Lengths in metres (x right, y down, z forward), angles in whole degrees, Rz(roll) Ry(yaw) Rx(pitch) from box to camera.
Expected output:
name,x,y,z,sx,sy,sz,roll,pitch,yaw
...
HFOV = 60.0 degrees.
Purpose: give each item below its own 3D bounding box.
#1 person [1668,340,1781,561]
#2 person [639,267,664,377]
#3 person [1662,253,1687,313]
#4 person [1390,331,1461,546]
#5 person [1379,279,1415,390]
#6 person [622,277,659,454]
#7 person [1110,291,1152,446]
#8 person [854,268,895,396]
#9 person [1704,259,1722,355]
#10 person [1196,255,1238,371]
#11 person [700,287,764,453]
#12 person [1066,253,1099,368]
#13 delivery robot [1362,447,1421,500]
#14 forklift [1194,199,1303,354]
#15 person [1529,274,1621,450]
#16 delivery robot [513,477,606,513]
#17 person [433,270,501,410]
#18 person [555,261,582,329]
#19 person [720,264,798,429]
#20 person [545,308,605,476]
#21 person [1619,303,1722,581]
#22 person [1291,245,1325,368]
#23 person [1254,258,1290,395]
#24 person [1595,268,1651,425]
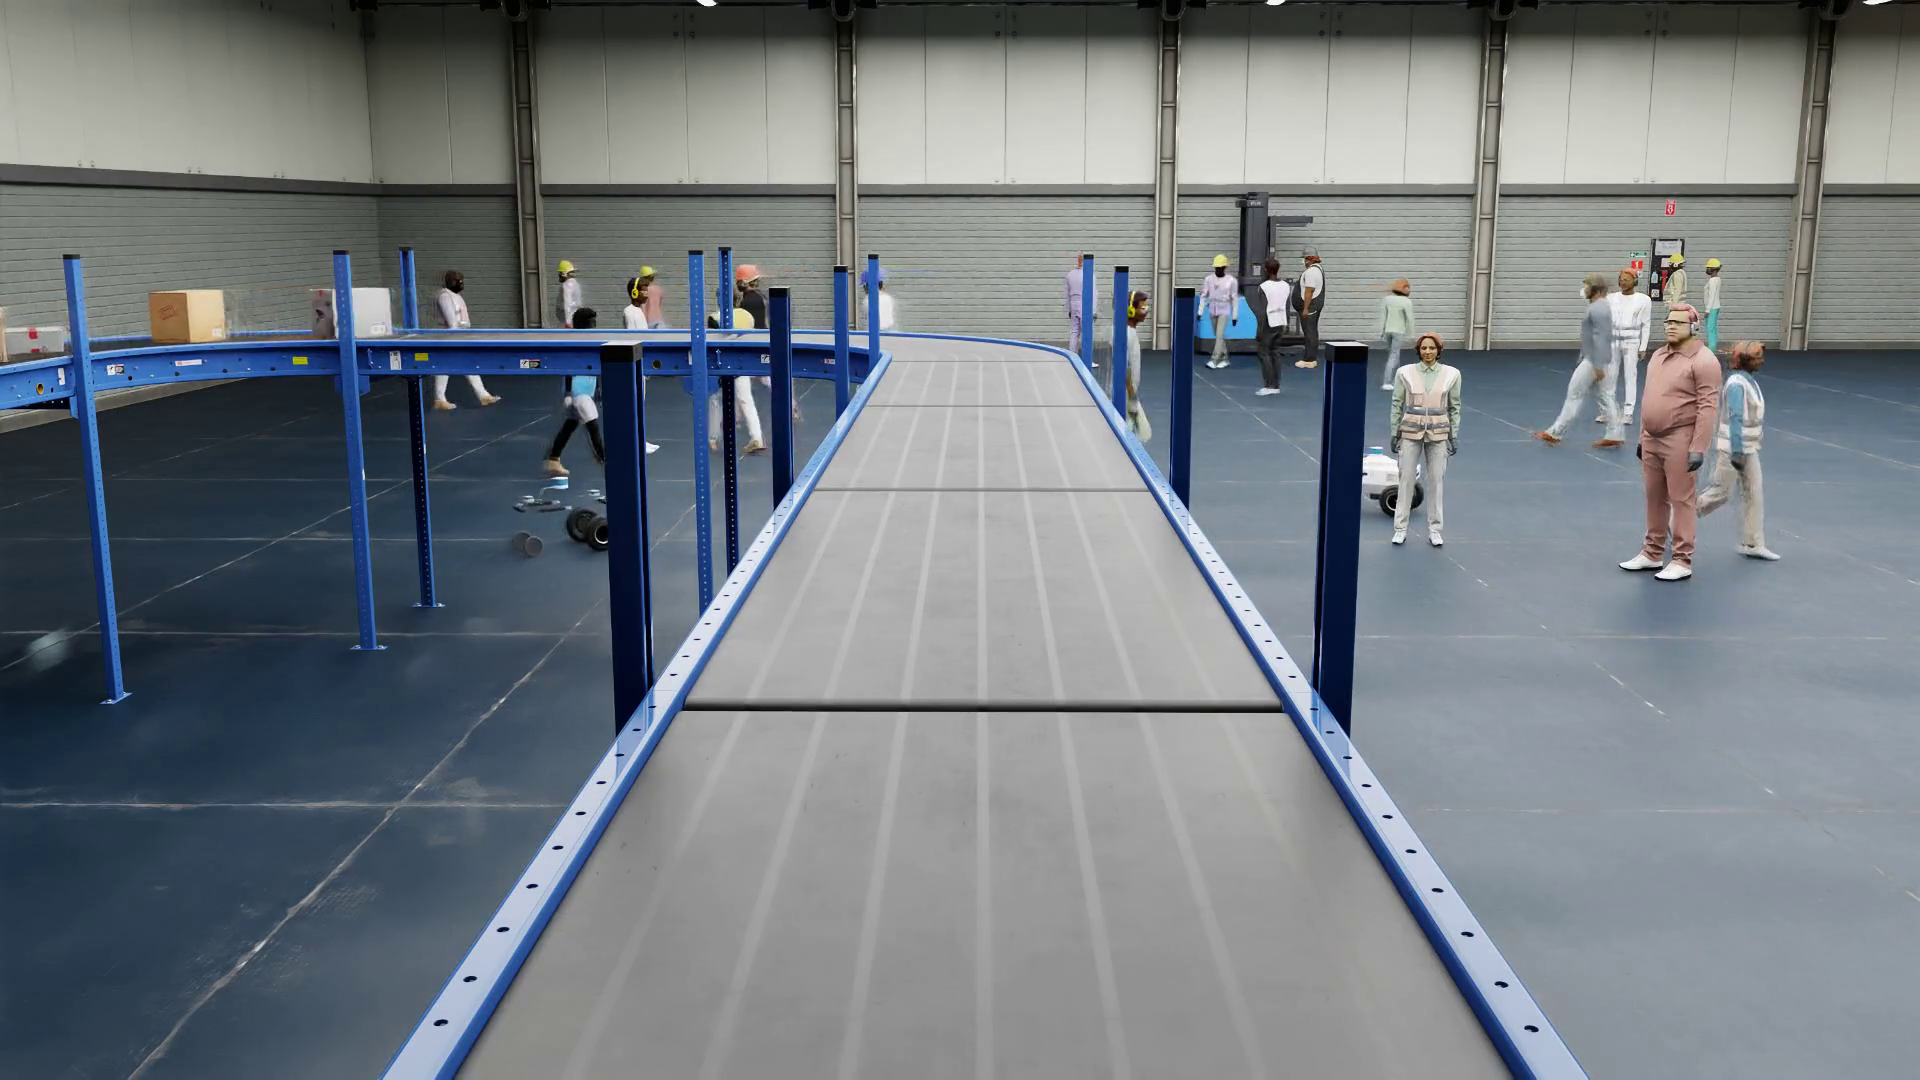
name,x,y,z,sx,sy,sz,roll,pitch,yaw
person,5.707,-0.680,12.324,0.747,1.614,0.520,10,15,41
person,-4.906,-3.452,26.301,0.911,1.720,0.524,9,14,39
person,13.128,-4.345,30.590,0.404,1.830,0.599,5,12,26
person,3.560,-0.778,12.759,0.522,1.640,0.306,2,11,12
person,6.449,-3.004,24.287,0.779,1.596,0.516,-7,13,-32
person,-3.421,-1.863,17.762,0.329,1.864,0.508,0,11,0
person,1.506,-1.285,14.812,0.431,1.852,0.549,2,11,10
person,-0.994,-2.362,20.289,1.037,1.889,0.590,9,14,38
person,13.235,-4.068,29.337,0.315,1.769,0.523,7,13,32
person,4.254,-3.740,27.392,0.606,1.871,1.009,9,14,39
person,-2.432,-1.826,17.762,0.969,1.796,0.642,10,15,43
person,2.067,-3.842,27.823,0.401,1.904,0.651,-9,15,-40
delivery robot,3.570,-0.556,14.283,0.707,0.478,0.477,6,12,27
forklift,5.313,-4.851,30.603,1.873,2.768,1.129,0,11,1
person,6.750,-1.927,18.026,0.979,1.884,0.646,5,12,23
delivery robot,-3.021,-0.362,12.612,0.698,0.223,0.335,-7,13,-31
person,-6.500,-2.603,21.722,0.920,1.800,0.629,1,11,3
person,-6.287,-3.480,26.208,0.726,1.808,0.628,1,11,4
person,-2.423,-2.287,19.720,1.019,1.955,0.624,3,11,14
person,-3.623,-1.410,15.995,0.909,1.637,0.539,1,11,5
person,4.941,-0.687,11.588,0.410,1.912,0.651,-3,11,-16
person,5.837,-3.913,27.945,0.535,2.000,0.677,5,12,22
person,4.428,-3.025,23.604,0.599,1.923,0.401,-9,14,-39
person,8.073,-2.357,20.247,0.572,1.882,0.356,9,14,39
